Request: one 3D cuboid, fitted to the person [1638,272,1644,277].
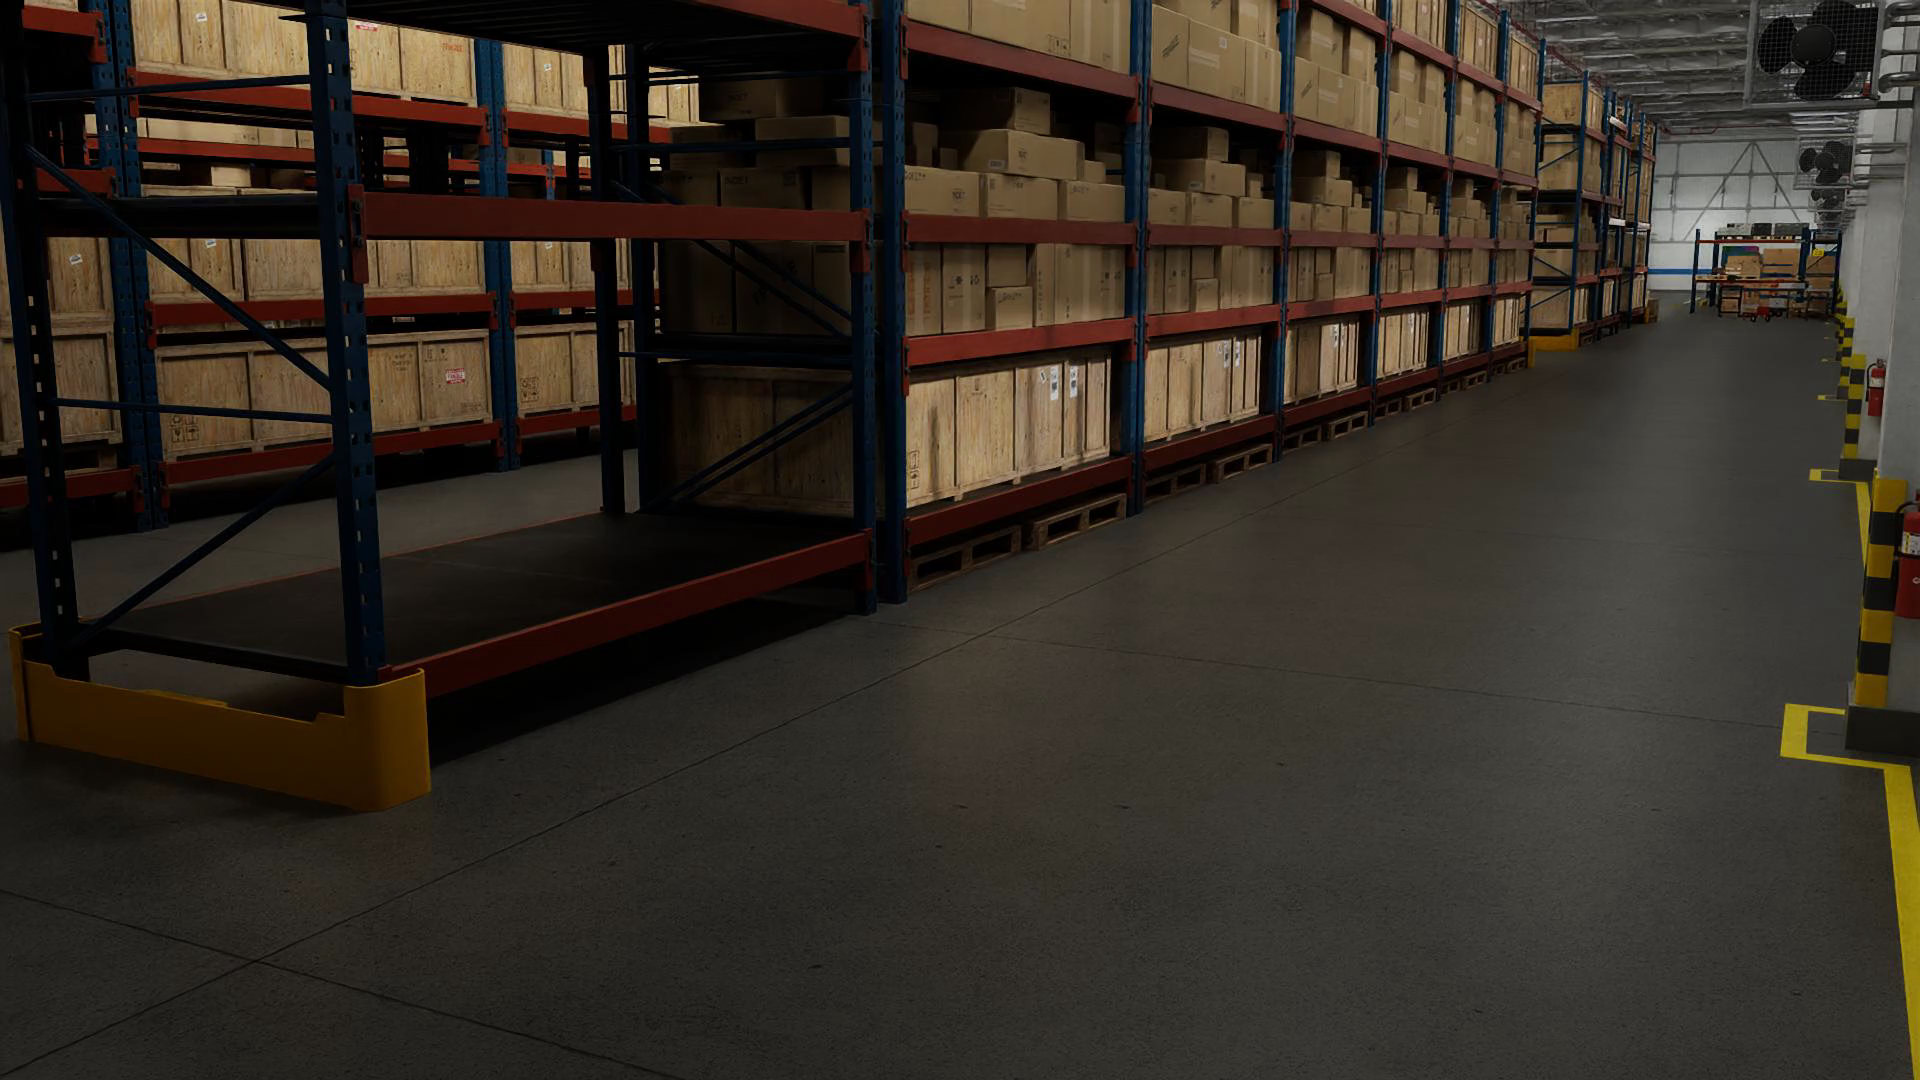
[{"bbox_3d":[36.352,-13.967,88.828,0.509,1.629,0.315,3,10,15],"label":"person"}]
